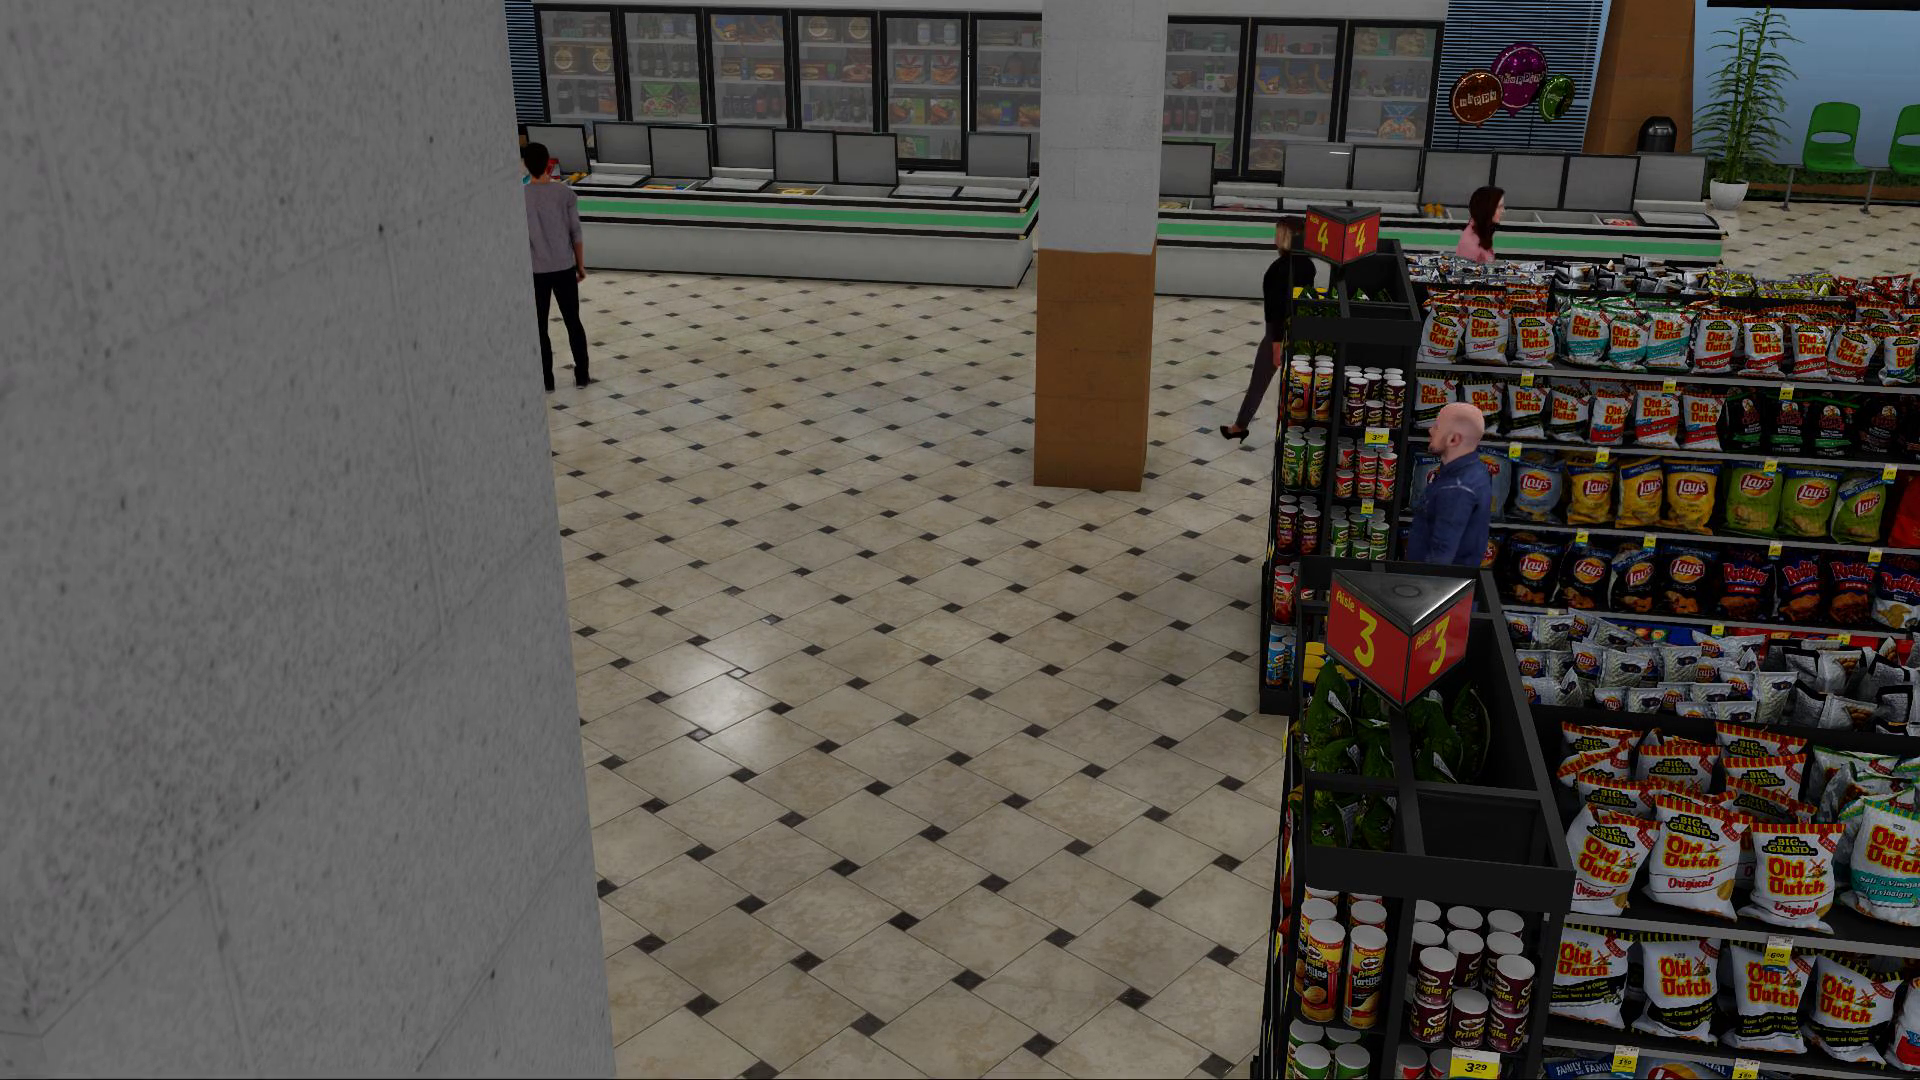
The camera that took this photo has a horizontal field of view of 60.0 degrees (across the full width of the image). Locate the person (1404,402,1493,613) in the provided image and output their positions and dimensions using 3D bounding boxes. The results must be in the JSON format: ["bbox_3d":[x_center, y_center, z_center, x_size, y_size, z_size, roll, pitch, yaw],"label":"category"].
[{"bbox_3d":[2.105,0.322,7.052,1.191,1.785,0.811,7,25,16],"label":"person"}]

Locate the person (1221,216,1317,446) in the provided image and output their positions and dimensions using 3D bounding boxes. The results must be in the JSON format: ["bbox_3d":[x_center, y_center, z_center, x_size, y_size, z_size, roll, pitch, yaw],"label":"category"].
[{"bbox_3d":[2.186,-1.222,10.778,1.011,1.626,1.084,-17,29,-34],"label":"person"}]

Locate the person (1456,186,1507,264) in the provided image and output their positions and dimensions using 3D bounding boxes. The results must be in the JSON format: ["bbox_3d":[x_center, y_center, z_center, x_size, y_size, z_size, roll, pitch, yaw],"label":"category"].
[{"bbox_3d":[3.302,-1.474,11.158,0.728,1.783,0.699,9,25,19],"label":"person"}]

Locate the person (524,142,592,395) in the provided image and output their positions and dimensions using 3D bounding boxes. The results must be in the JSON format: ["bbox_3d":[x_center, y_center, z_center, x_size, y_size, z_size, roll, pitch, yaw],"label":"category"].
[{"bbox_3d":[-3.038,-2.008,12.305,0.670,1.842,0.791,-10,26,-22],"label":"person"}]
